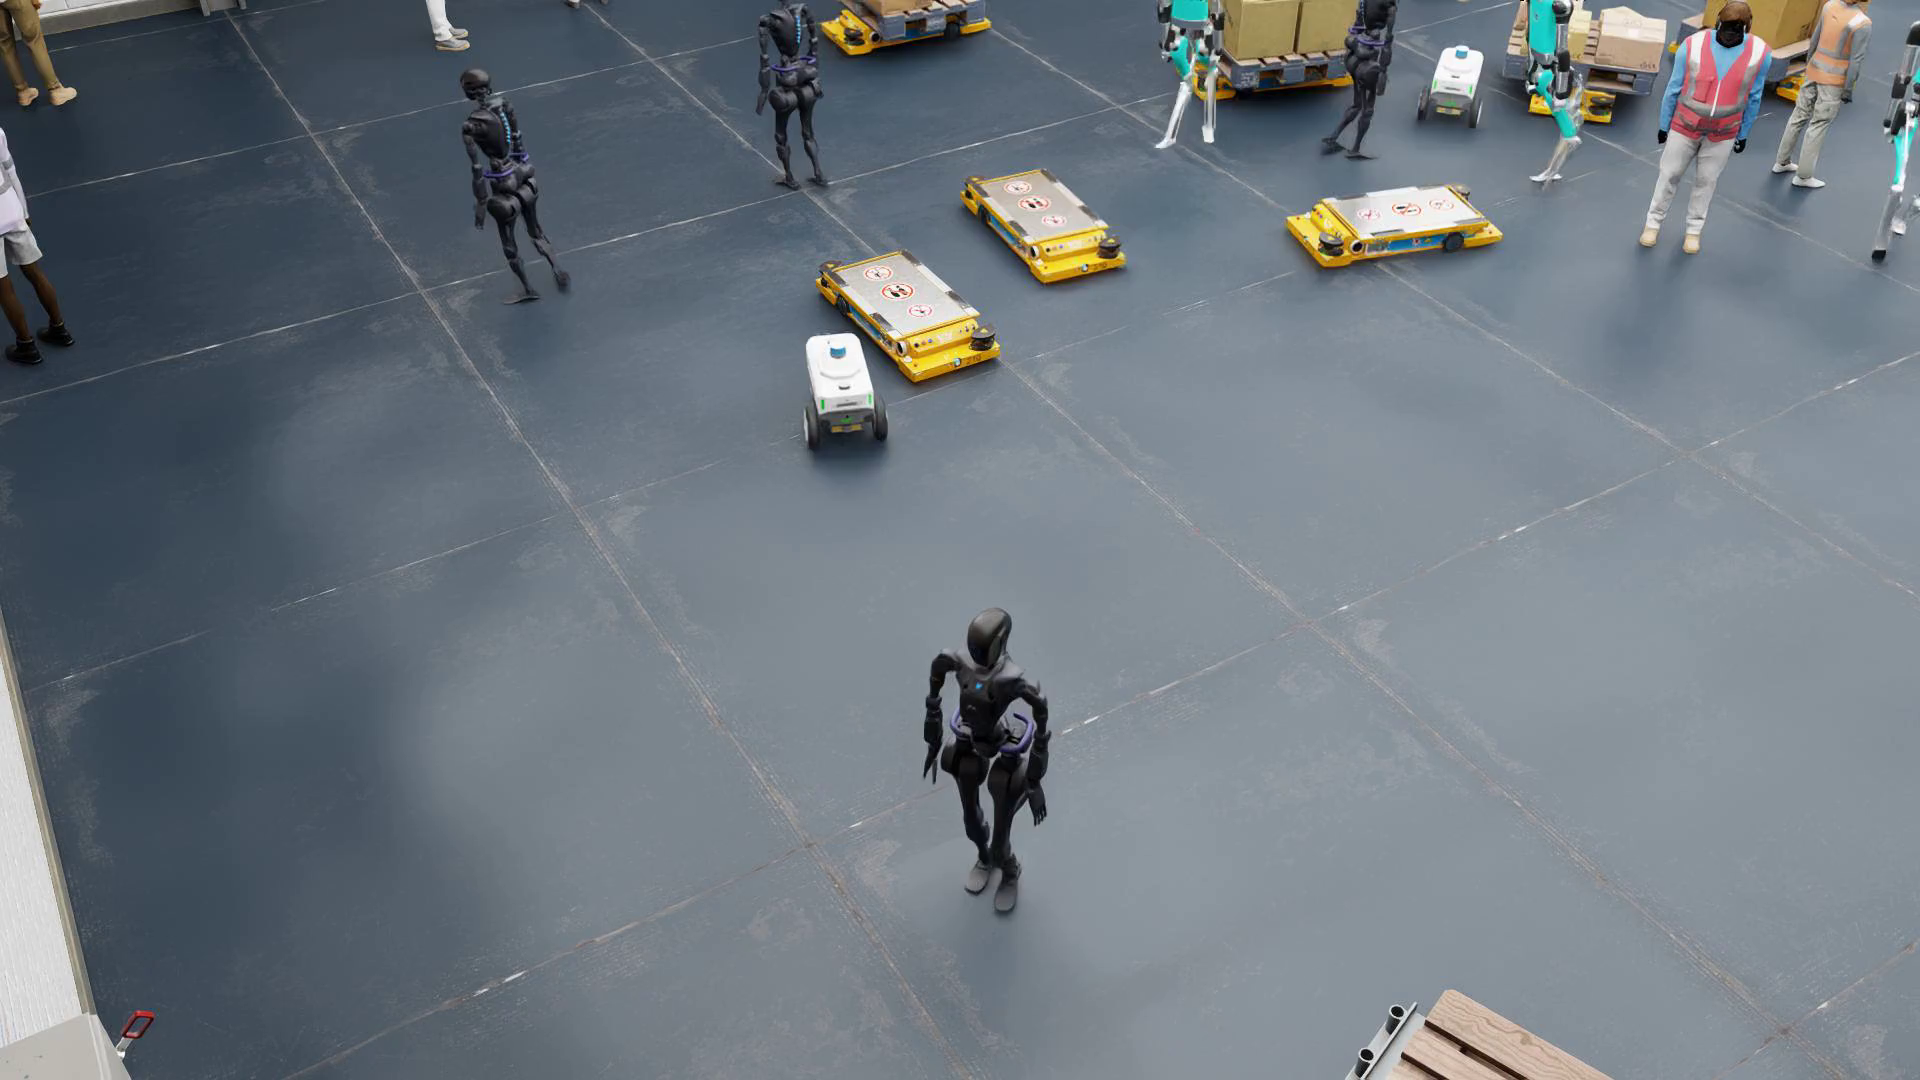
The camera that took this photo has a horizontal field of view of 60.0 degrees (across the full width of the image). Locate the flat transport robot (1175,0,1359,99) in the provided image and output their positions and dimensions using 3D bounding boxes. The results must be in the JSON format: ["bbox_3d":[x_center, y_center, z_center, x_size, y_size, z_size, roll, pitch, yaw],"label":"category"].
[{"bbox_3d":[2.658,-4.099,14.464,1.431,0.231,0.659,-9,39,-11],"label":"flat transport robot"}]

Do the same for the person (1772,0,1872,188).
[{"bbox_3d":[6.567,-3.486,12.584,0.310,1.639,0.518,-8,39,-11],"label":"person"}]

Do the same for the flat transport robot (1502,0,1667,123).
[{"bbox_3d":[5.307,-3.984,14.319,0.659,0.231,1.431,13,40,15],"label":"flat transport robot"}]

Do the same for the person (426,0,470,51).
[{"bbox_3d":[-4.672,-5.289,14.667,0.355,1.882,0.573,-8,39,-10],"label":"person"}]

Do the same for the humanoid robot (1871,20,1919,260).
[{"bbox_3d":[6.777,-2.809,11.691,0.561,1.799,0.931,13,40,16],"label":"humanoid robot"}]

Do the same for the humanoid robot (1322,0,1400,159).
[{"bbox_3d":[3.157,-3.759,12.911,0.364,1.649,0.608,-9,39,-11],"label":"humanoid robot"}]

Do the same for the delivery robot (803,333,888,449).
[{"bbox_3d":[-0.739,-0.948,10.250,0.499,0.585,0.765,-7,39,-9],"label":"delivery robot"}]

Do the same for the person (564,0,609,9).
[{"bbox_3d":[-3.571,-5.909,15.497,0.569,1.831,0.404,-15,41,-18],"label":"person"}]

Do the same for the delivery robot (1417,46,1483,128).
[{"bbox_3d":[4.130,-3.797,13.869,0.499,0.614,0.815,13,40,15],"label":"delivery robot"}]

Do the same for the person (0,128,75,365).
[{"bbox_3d":[-6.142,-2.018,10.508,0.385,1.929,0.538,21,43,25],"label":"person"}]

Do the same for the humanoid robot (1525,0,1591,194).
[{"bbox_3d":[4.529,-3.411,12.475,0.794,1.834,0.536,-6,39,-8],"label":"humanoid robot"}]

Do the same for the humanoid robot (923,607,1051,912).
[{"bbox_3d":[0.117,0.916,7.000,0.593,1.644,0.350,16,41,20],"label":"humanoid robot"}]

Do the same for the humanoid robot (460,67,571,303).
[{"bbox_3d":[-2.989,-2.364,11.146,0.452,1.647,0.604,14,41,17],"label":"humanoid robot"}]

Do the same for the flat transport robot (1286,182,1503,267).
[{"bbox_3d":[3.193,-2.319,12.218,1.431,0.231,0.659,-10,39,-12],"label":"flat transport robot"}]

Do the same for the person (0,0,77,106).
[{"bbox_3d":[-7.850,-4.434,13.680,0.521,1.767,0.379,2,38,3],"label":"person"}]

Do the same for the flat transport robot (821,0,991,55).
[{"bbox_3d":[-0.496,-4.780,15.324,1.431,0.231,0.659,-17,42,-21],"label":"flat transport robot"}]

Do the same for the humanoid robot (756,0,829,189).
[{"bbox_3d":[-1.255,-3.420,12.488,0.428,1.643,0.610,31,48,33],"label":"humanoid robot"}]

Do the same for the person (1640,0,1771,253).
[{"bbox_3d":[5.229,-2.893,11.688,0.628,1.837,0.431,12,40,15],"label":"person"}]

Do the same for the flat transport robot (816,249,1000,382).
[{"bbox_3d":[-0.373,-1.553,11.252,0.659,0.231,1.431,-20,43,-23],"label":"flat transport robot"}]

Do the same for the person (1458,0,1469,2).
[{"bbox_3d":[4.751,-5.995,15.563,0.589,1.876,0.387,-14,40,-17],"label":"person"}]

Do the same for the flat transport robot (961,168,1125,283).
[{"bbox_3d":[0.591,-2.347,12.253,0.659,0.231,1.431,-16,41,-19],"label":"flat transport robot"}]

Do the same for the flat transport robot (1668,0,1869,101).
[{"bbox_3d":[7.039,-4.212,14.606,0.659,0.231,1.431,-22,43,-25],"label":"flat transport robot"}]

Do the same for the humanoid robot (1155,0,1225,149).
[{"bbox_3d":[1.874,-3.961,13.117,0.530,1.762,0.841,16,41,19],"label":"humanoid robot"}]
